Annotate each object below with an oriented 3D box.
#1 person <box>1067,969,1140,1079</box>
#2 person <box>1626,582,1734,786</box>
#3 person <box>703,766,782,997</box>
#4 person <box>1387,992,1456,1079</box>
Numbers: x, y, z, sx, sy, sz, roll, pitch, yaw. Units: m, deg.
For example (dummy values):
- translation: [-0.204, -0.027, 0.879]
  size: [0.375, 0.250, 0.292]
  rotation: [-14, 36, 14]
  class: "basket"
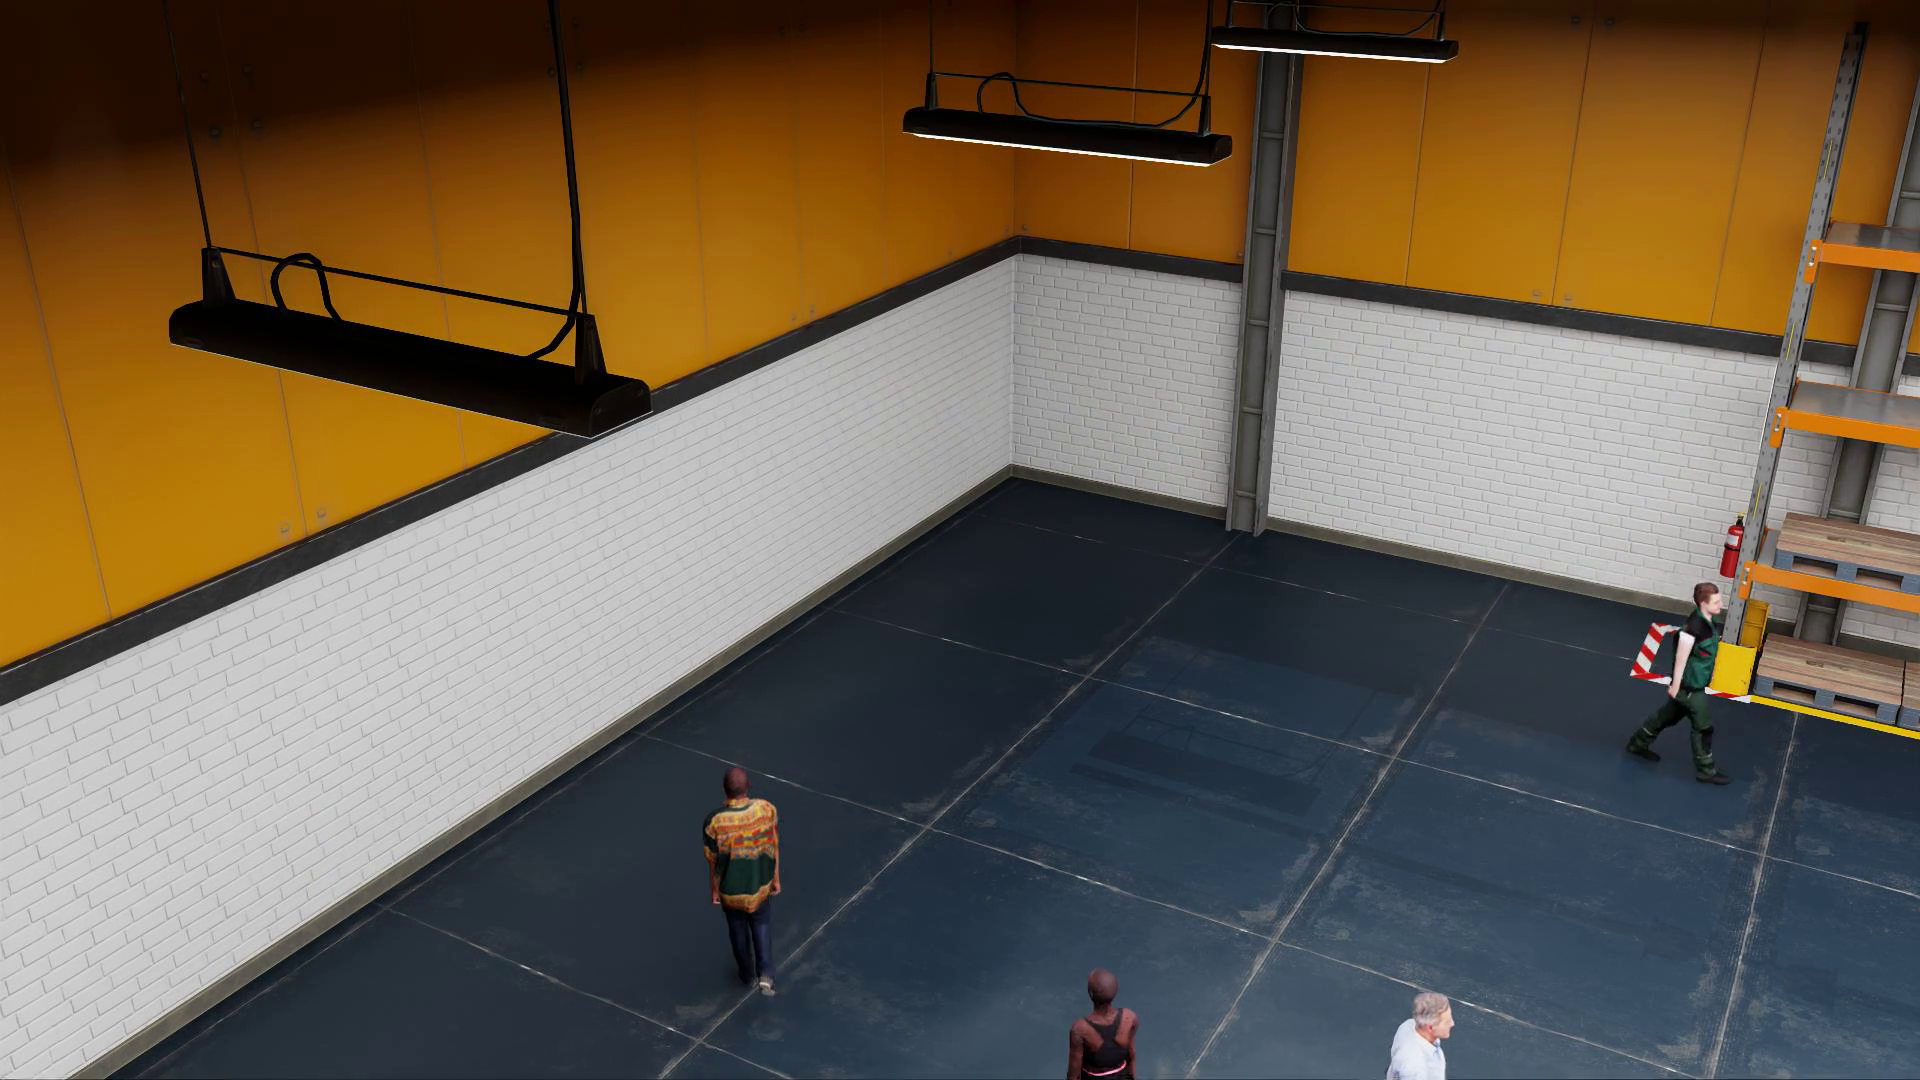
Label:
- translation: [0.847, 3.233, 9.479]
  size: [0.900, 1.745, 0.959]
  rotation: [-6, 24, -14]
  class: "person"
- translation: [6.126, 1.171, 14.119]
  size: [1.096, 1.807, 0.656]
  rotation: [14, 27, 29]
  class: "person"
- translation: [-1.452, 2.380, 11.369]
  size: [0.975, 1.796, 1.058]
  rotation: [-9, 25, -20]
  class: "person"
- translation: [2.426, 3.272, 9.303]
  size: [0.929, 1.816, 0.825]
  rotation: [5, 24, 12]
  class: "person"
